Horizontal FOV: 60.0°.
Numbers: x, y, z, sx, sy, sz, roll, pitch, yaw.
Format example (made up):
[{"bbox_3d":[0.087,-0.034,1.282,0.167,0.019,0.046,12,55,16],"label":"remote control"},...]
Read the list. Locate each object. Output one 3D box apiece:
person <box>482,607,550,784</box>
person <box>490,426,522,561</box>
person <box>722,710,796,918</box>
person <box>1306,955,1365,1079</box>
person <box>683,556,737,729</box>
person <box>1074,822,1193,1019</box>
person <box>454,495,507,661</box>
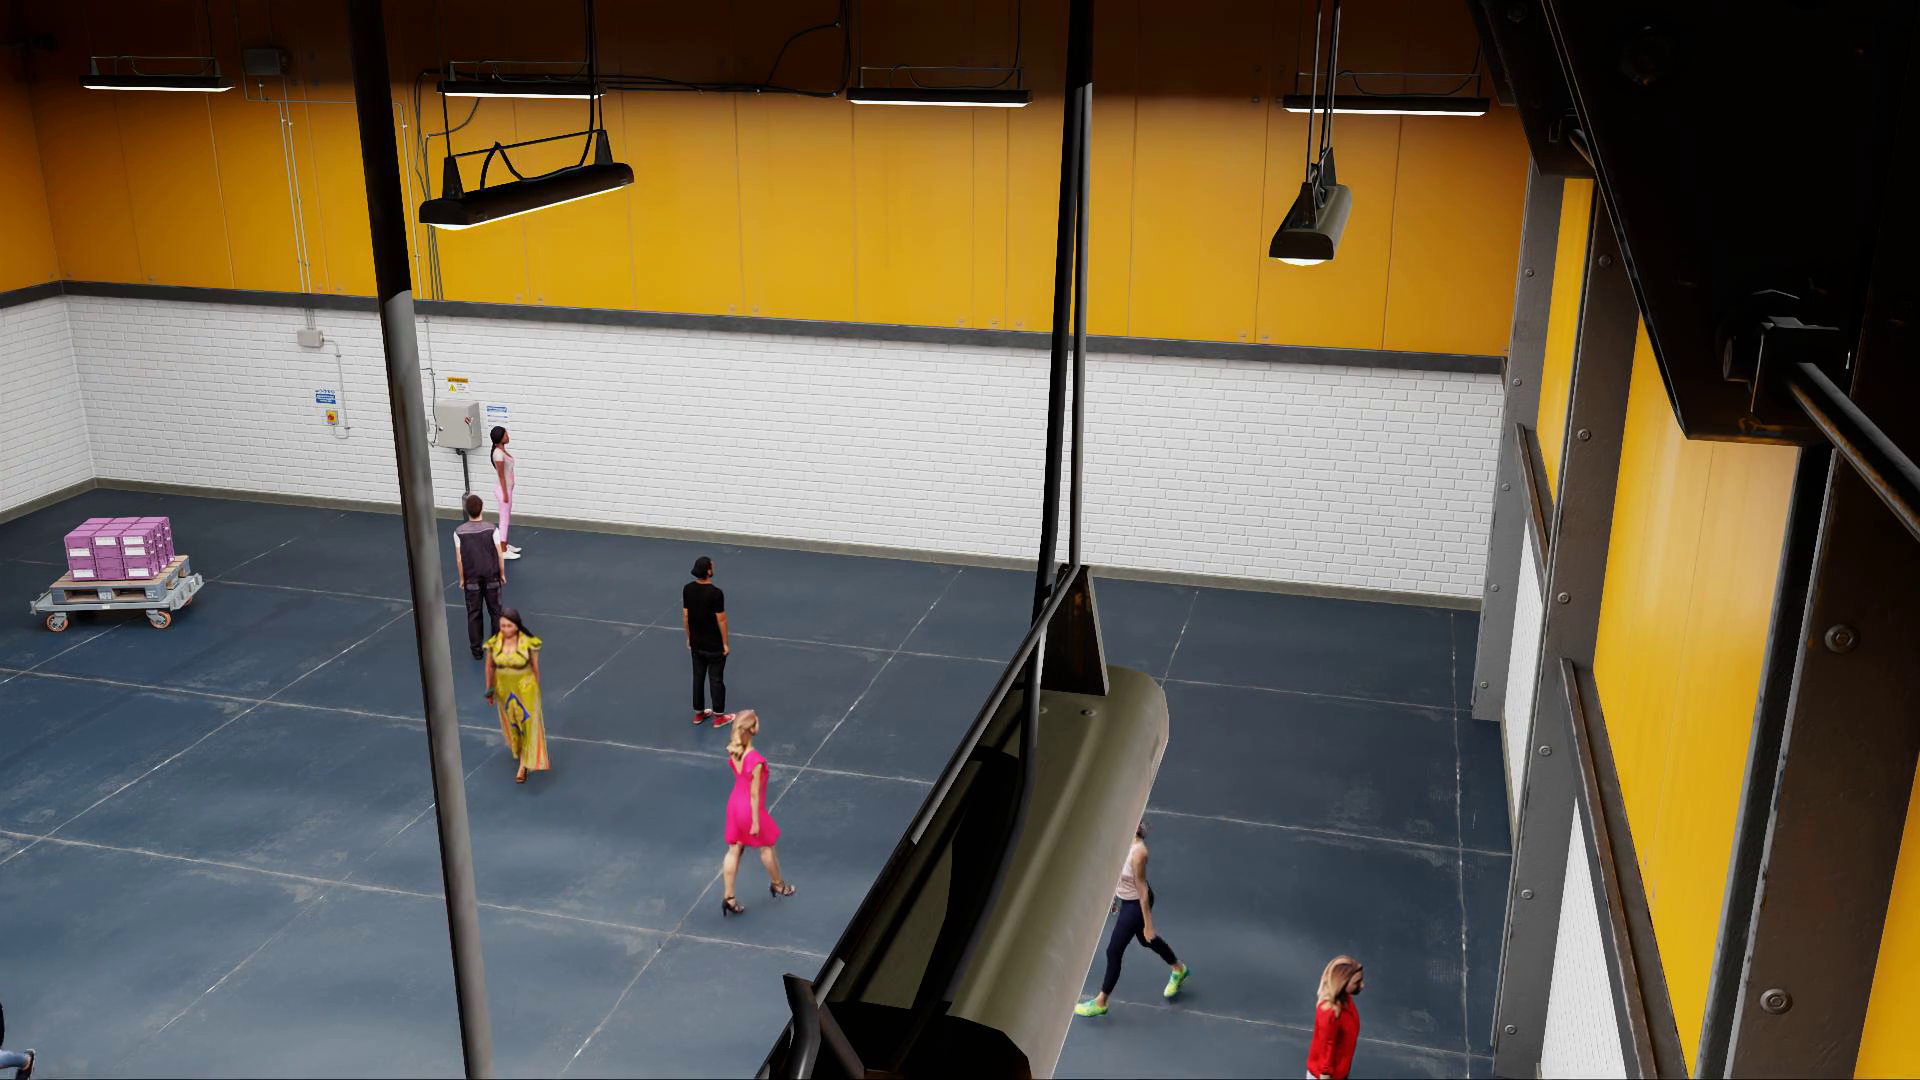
[{"bbox_3d":[-4.151,1.395,15.583,1.029,1.598,1.337,-2,19,-5],"label":"person"},{"bbox_3d":[-5.855,-0.621,21.346,0.706,1.741,0.597,-5,19,-14],"label":"person"},{"bbox_3d":[-1.749,2.178,13.093,0.979,1.703,0.863,-15,24,-37],"label":"person"},{"bbox_3d":[2.215,3.225,9.987,0.700,1.702,0.500,8,20,23],"label":"person"},{"bbox_3d":[-2.512,0.999,16.508,0.672,1.758,0.611,9,20,24],"label":"person"},{"bbox_3d":[1.333,2.616,11.864,1.126,1.658,1.231,-7,20,-19],"label":"person"},{"bbox_3d":[-5.219,0.398,18.149,0.741,1.849,0.747,-5,19,-14],"label":"person"}]
